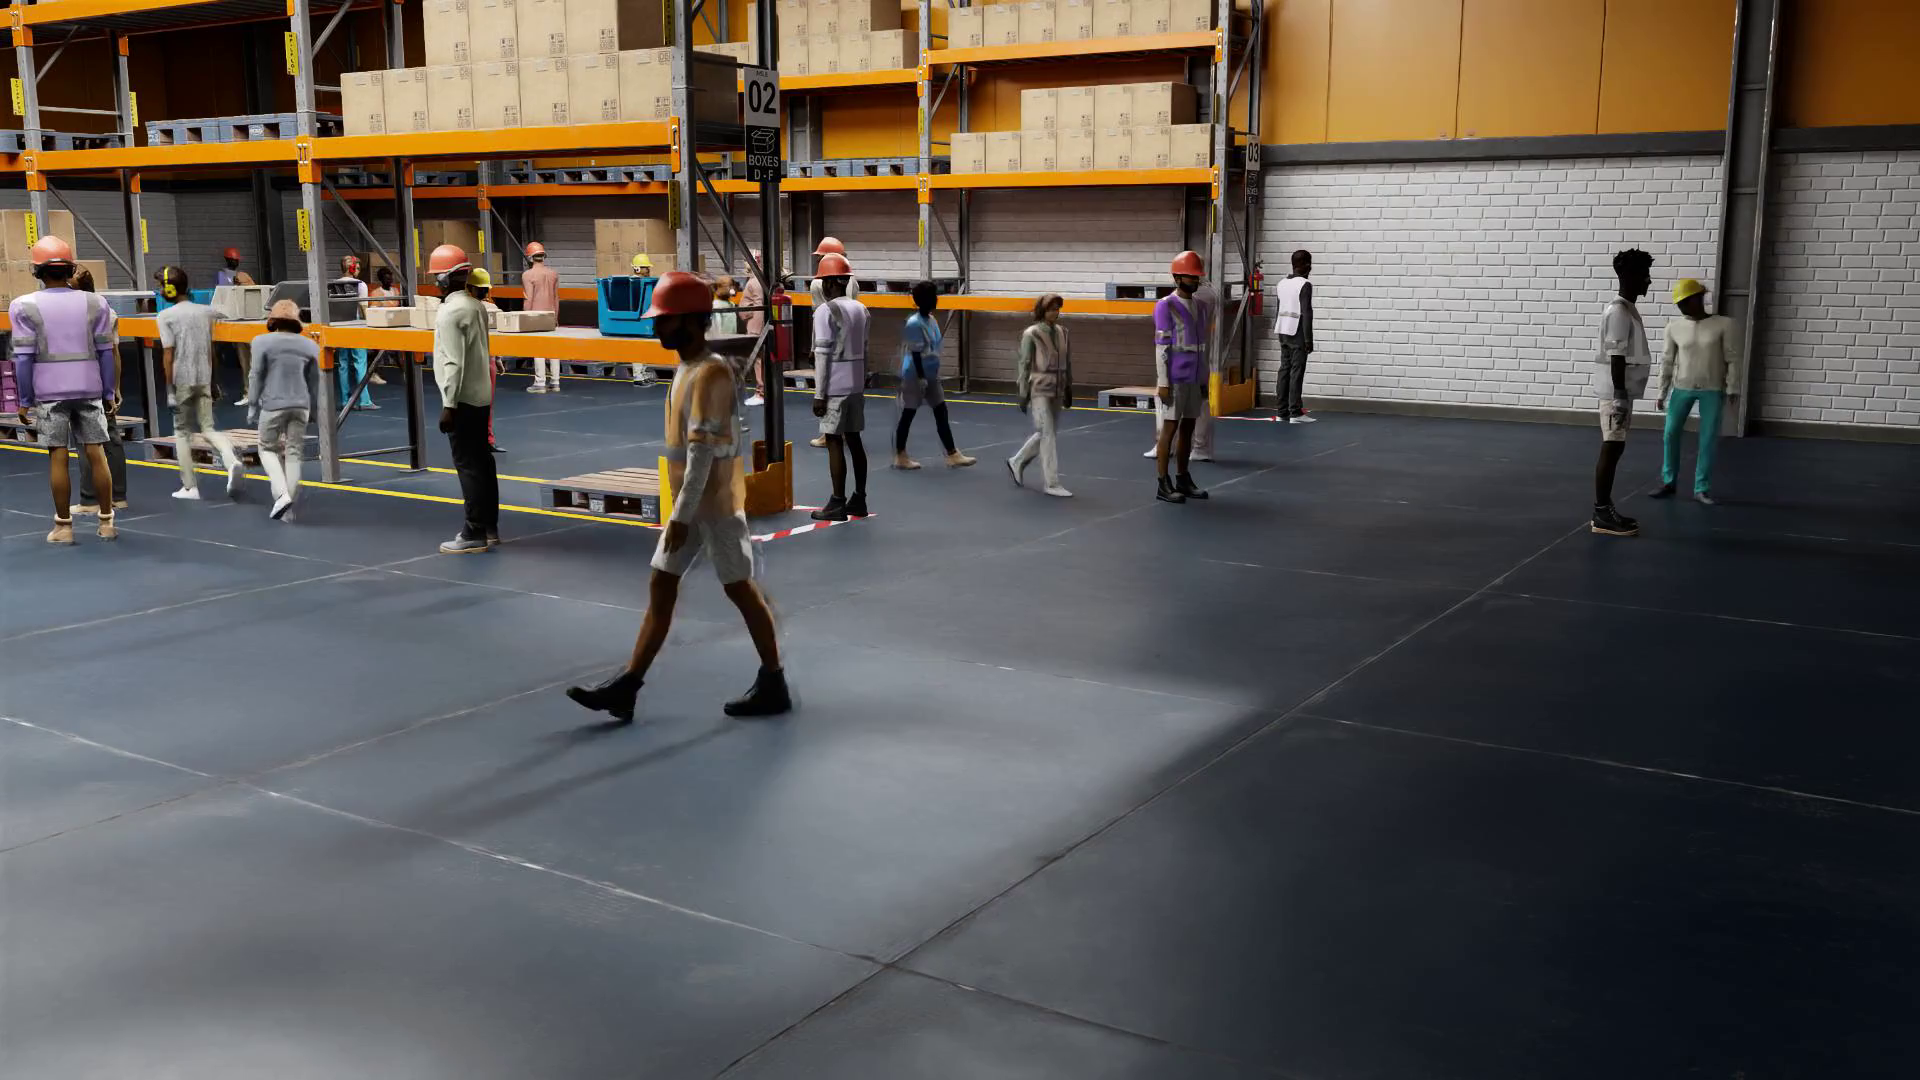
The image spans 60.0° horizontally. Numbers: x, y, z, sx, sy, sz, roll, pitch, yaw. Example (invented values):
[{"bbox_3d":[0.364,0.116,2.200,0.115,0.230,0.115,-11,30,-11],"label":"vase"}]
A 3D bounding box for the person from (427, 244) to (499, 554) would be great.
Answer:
[{"bbox_3d":[-3.233,-0.907,10.789,0.392,1.991,0.613,1,10,5],"label":"person"}]

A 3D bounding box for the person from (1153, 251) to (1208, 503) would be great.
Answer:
[{"bbox_3d":[1.740,-1.261,12.904,0.552,1.937,0.356,-10,14,-43],"label":"person"}]

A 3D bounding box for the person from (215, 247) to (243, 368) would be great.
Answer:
[{"bbox_3d":[-11.461,-3.654,26.223,0.476,1.922,0.543,3,11,16],"label":"person"}]

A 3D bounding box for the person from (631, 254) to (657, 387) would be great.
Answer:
[{"bbox_3d":[-4.383,-3.027,22.978,0.404,1.830,0.600,1,10,3],"label":"person"}]

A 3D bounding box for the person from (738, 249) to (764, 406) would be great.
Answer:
[{"bbox_3d":[-2.515,-2.608,20.454,0.409,1.908,0.641,-1,10,-5],"label":"person"}]

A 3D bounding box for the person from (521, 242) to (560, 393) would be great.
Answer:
[{"bbox_3d":[-5.596,-2.957,22.146,0.394,1.990,0.622,6,12,31],"label":"person"}]

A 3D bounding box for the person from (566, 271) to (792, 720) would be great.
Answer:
[{"bbox_3d":[-1.150,-0.157,6.907,0.978,1.882,0.565,-5,11,-26],"label":"person"}]

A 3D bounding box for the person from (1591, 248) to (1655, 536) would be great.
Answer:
[{"bbox_3d":[4.576,-1.024,11.511,0.361,1.965,0.613,4,11,22],"label":"person"}]

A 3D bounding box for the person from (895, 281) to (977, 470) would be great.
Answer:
[{"bbox_3d":[-0.234,-1.419,14.529,0.829,1.653,0.546,4,11,23],"label":"person"}]

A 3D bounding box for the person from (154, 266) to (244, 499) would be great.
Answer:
[{"bbox_3d":[-5.885,-1.192,12.838,0.769,1.834,0.524,7,12,33],"label":"person"}]

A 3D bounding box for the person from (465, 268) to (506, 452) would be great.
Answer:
[{"bbox_3d":[-4.534,-1.678,15.712,0.325,1.762,0.524,7,13,35],"label":"person"}]

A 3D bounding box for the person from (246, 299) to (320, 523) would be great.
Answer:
[{"bbox_3d":[-4.853,-0.926,11.961,0.556,1.598,0.423,-9,14,-41],"label":"person"}]

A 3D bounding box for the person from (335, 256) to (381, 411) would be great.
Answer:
[{"bbox_3d":[-7.226,-2.440,19.718,0.564,1.837,0.395,4,11,21],"label":"person"}]

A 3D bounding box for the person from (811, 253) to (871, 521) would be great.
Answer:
[{"bbox_3d":[-0.886,-1.103,12.061,0.386,1.932,0.545,7,12,33],"label":"person"}]

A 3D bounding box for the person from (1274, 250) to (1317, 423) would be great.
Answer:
[{"bbox_3d":[3.714,-2.254,18.474,0.391,1.914,0.587,-4,11,-22],"label":"person"}]

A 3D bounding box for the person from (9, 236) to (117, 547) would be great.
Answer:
[{"bbox_3d":[-5.930,-0.979,11.040,0.605,2.048,0.368,-9,13,-40],"label":"person"}]

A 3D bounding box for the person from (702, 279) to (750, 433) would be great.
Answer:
[{"bbox_3d":[-2.512,-1.853,17.034,0.659,1.616,0.546,6,12,30],"label":"person"}]

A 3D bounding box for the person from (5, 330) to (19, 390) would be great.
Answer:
[{"bbox_3d":[-12.444,-2.902,22.327,0.960,1.814,0.531,1,10,7],"label":"person"}]

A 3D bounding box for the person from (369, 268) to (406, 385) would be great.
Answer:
[{"bbox_3d":[-7.930,-2.954,23.084,0.870,1.632,0.586,6,12,29],"label":"person"}]

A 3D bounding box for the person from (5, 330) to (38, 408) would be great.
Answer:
[{"bbox_3d":[-10.948,-2.382,19.377,0.734,1.845,0.522,7,12,33],"label":"person"}]

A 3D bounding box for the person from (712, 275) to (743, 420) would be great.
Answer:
[{"bbox_3d":[-2.611,-2.123,18.521,0.279,1.634,0.497,3,11,18],"label":"person"}]

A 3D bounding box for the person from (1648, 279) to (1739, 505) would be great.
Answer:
[{"bbox_3d":[5.681,-1.148,12.865,0.611,1.734,0.429,6,12,32],"label":"person"}]

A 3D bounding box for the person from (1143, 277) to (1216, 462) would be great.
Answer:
[{"bbox_3d":[2.022,-1.663,15.288,0.642,1.882,0.742,-9,14,-41],"label":"person"}]

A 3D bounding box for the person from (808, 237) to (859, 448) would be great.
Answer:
[{"bbox_3d":[-1.252,-1.920,16.245,0.357,2.047,0.614,8,13,37],"label":"person"}]

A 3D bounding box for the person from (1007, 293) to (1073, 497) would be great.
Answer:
[{"bbox_3d":[0.638,-1.171,13.297,0.712,1.615,0.535,9,14,42],"label":"person"}]

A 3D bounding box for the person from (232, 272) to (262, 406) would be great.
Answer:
[{"bbox_3d":[-8.700,-2.448,20.321,0.507,1.631,0.272,4,11,22],"label":"person"}]

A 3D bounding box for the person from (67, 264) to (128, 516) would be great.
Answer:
[{"bbox_3d":[-6.414,-1.097,12.248,0.334,1.845,0.513,5,11,24],"label":"person"}]
